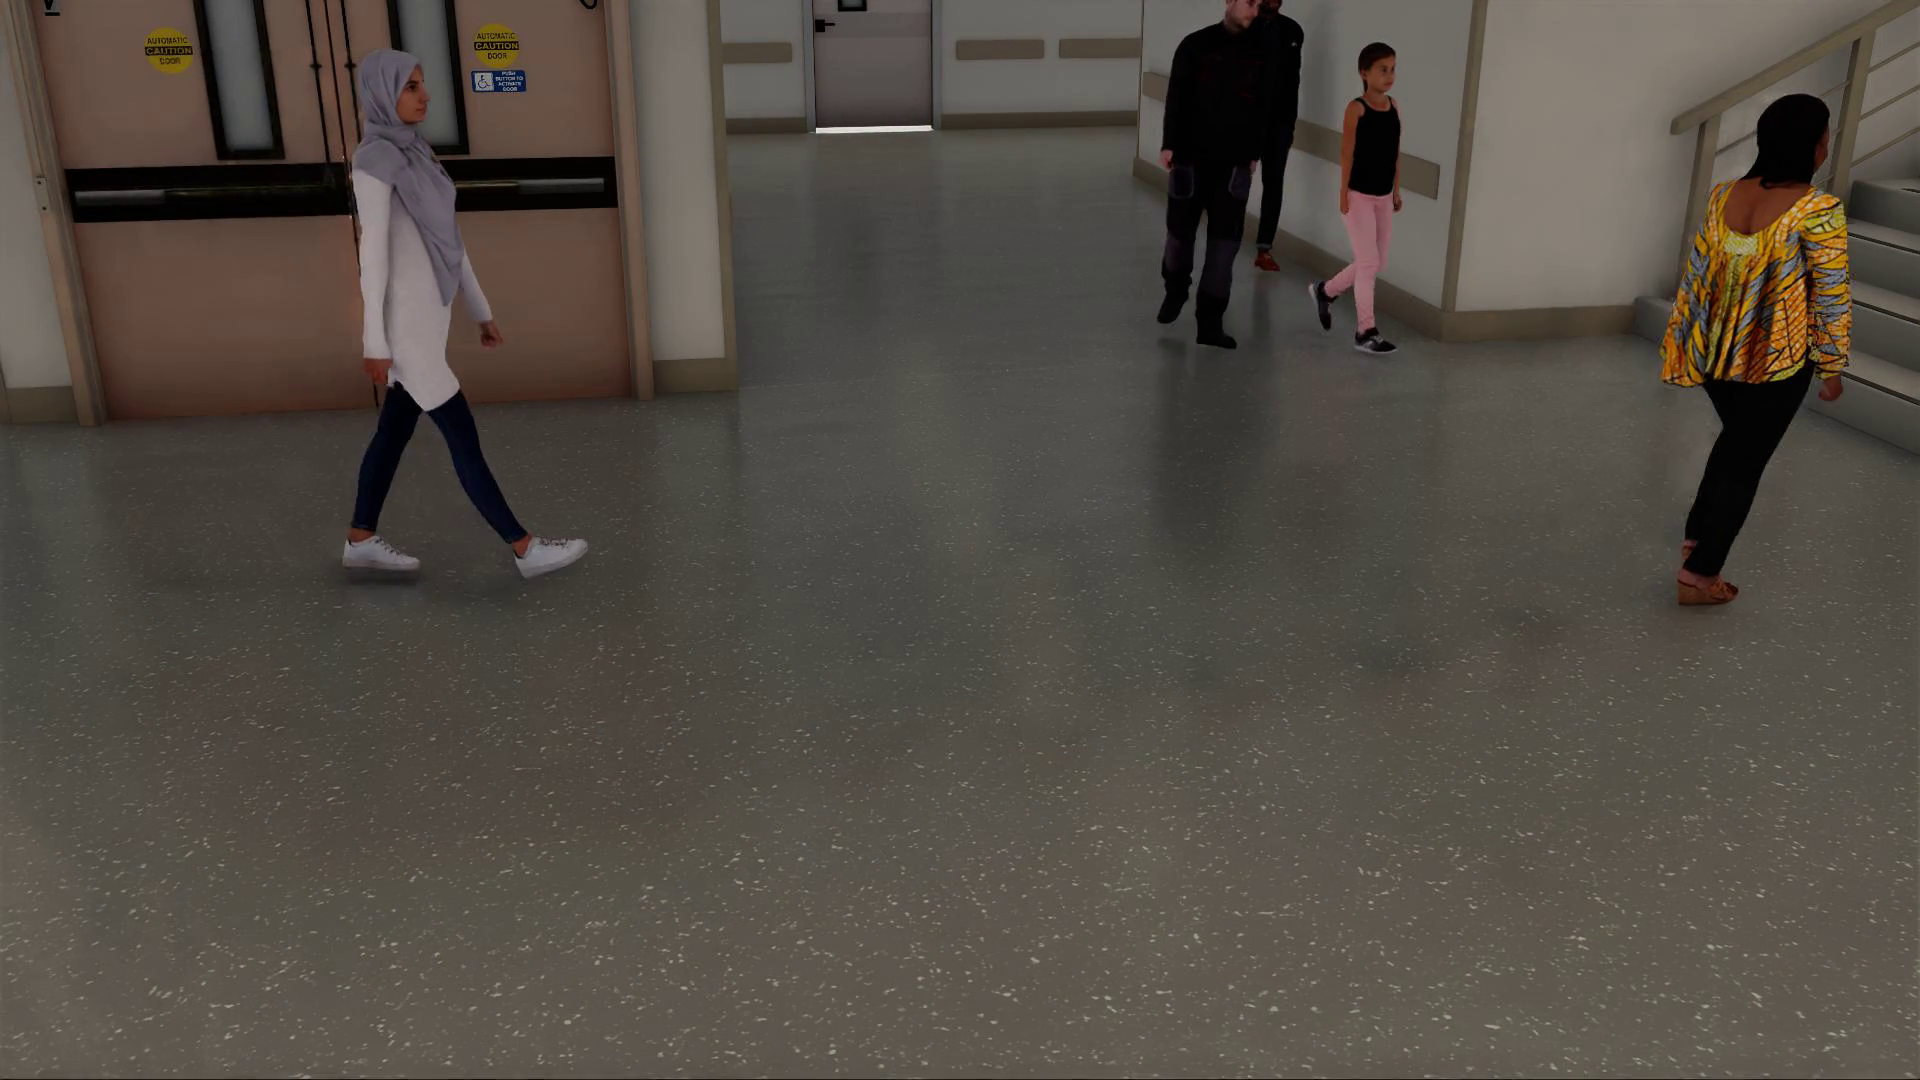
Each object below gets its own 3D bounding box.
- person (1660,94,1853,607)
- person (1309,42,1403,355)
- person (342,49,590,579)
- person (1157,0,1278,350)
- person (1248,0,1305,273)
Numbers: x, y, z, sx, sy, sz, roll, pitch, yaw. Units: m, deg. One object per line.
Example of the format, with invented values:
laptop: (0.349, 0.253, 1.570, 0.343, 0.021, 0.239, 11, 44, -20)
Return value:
person: (2.454, -0.553, 5.273, 0.816, 1.641, 0.783, -8, 22, -20)
person: (2.065, -1.768, 8.615, 0.943, 1.546, 0.825, -13, 25, -31)
person: (-1.858, -0.664, 5.439, 1.187, 1.730, 0.842, 2, 21, 5)
person: (1.292, -1.973, 8.712, 1.190, 1.860, 0.960, 2, 21, 6)
person: (1.868, -2.624, 10.517, 0.957, 1.799, 0.767, -4, 21, -11)
